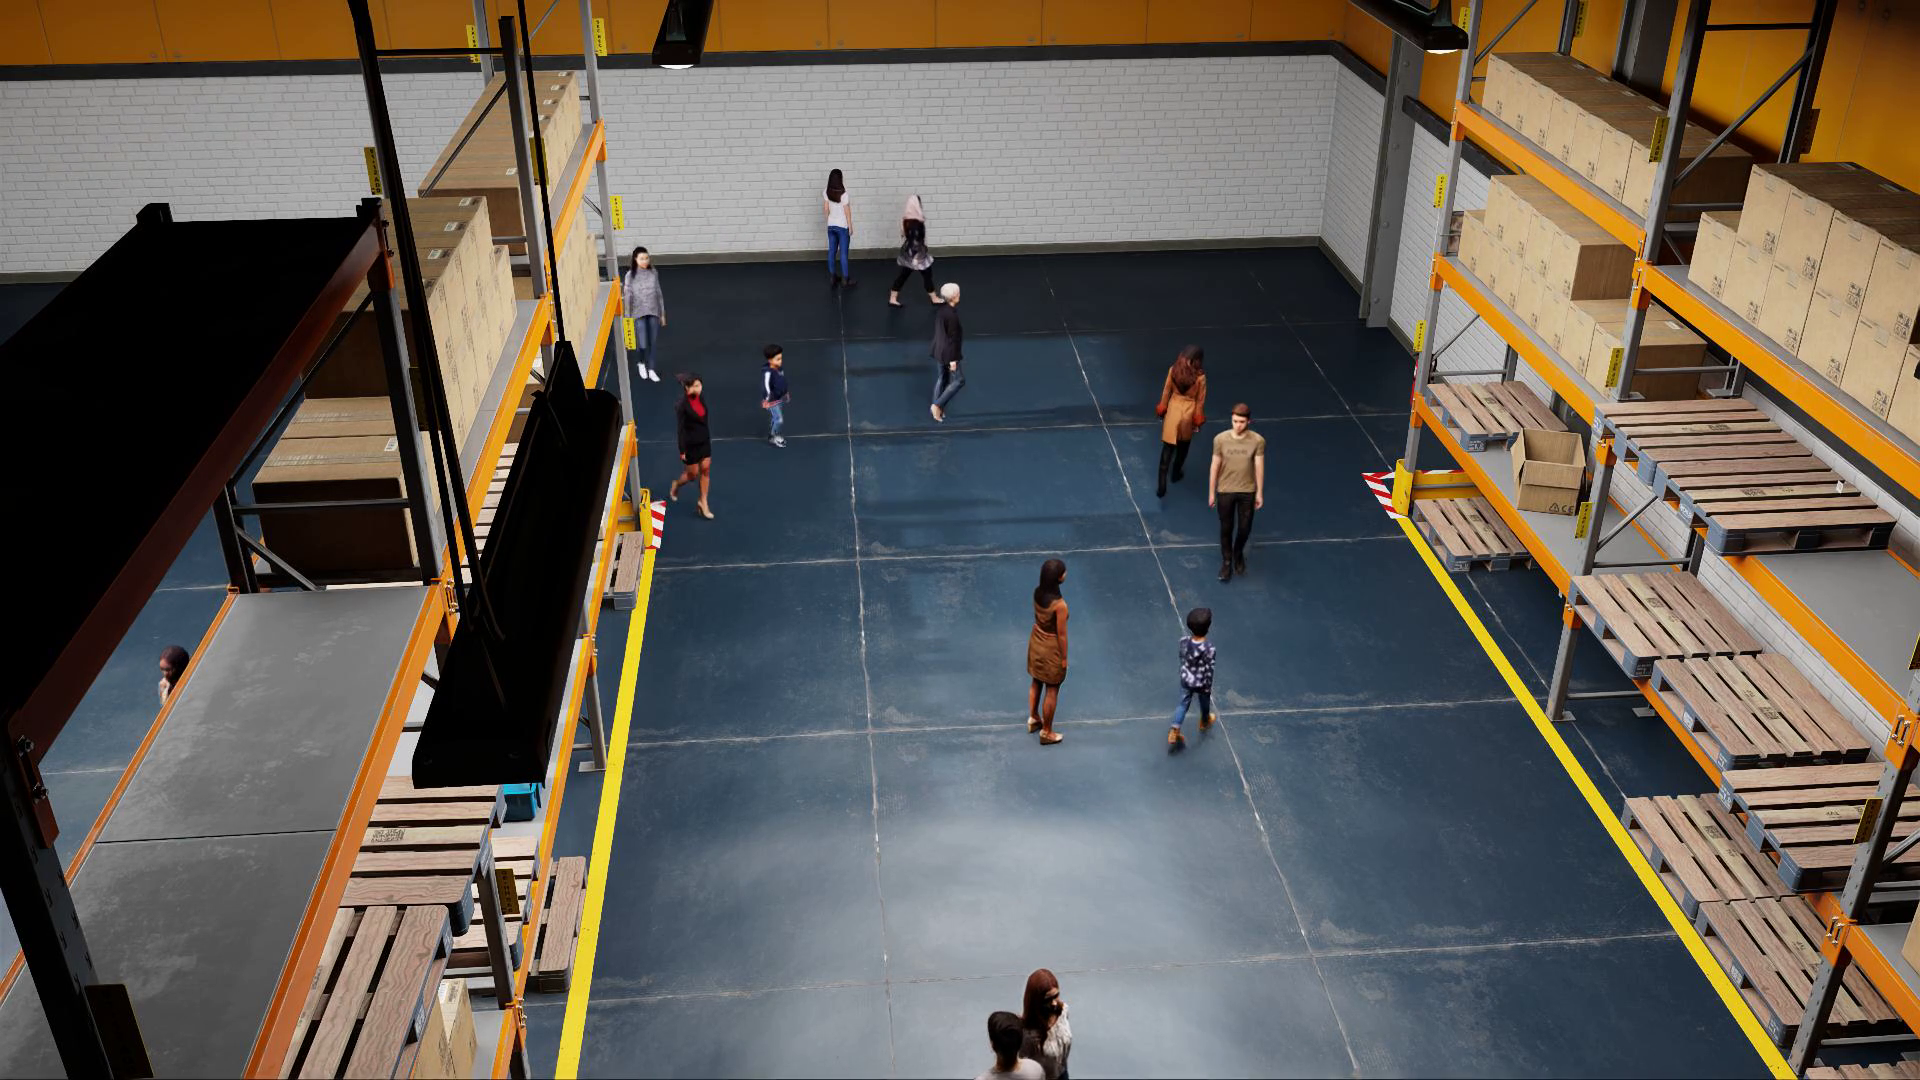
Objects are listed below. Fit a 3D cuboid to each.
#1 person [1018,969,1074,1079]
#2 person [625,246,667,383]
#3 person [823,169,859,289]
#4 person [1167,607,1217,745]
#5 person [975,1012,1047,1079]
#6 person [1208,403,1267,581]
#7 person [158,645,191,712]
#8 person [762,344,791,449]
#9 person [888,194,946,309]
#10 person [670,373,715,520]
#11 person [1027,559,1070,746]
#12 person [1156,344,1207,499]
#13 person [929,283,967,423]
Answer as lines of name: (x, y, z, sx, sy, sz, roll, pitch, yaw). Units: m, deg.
person: (0.465, 3.140, 9.544, 0.651, 1.728, 0.684, -24, 37, -37)
person: (-3.899, -2.795, 20.428, 0.749, 1.725, 0.767, -17, 33, -28)
person: (-1.707, -4.374, 23.364, 0.678, 1.685, 0.720, 19, 34, 30)
person: (1.907, 1.146, 13.723, 0.814, 1.226, 0.904, 19, 34, 31)
person: (0.238, 3.339, 9.203, 0.773, 1.705, 0.766, -14, 32, -24)
person: (2.689, -0.502, 16.102, 0.787, 1.841, 0.790, 7, 29, 13)
person: (-5.651, 1.522, 12.505, 0.822, 1.733, 1.163, 5, 29, 10)
person: (-2.147, -1.647, 18.855, 0.684, 1.216, 0.590, 13, 31, 23)
person: (-0.704, -3.862, 22.525, 0.850, 1.589, 1.085, -8, 30, -14)
person: (-2.798, -0.966, 17.179, 0.867, 1.626, 0.816, 20, 34, 32)
person: (0.725, 0.910, 13.677, 0.694, 1.686, 0.583, -16, 32, -27)
person: (2.337, -1.234, 17.608, 1.024, 1.684, 1.221, 9, 30, 16)
person: (-0.277, -2.145, 19.377, 0.789, 1.765, 0.742, -9, 30, -16)
